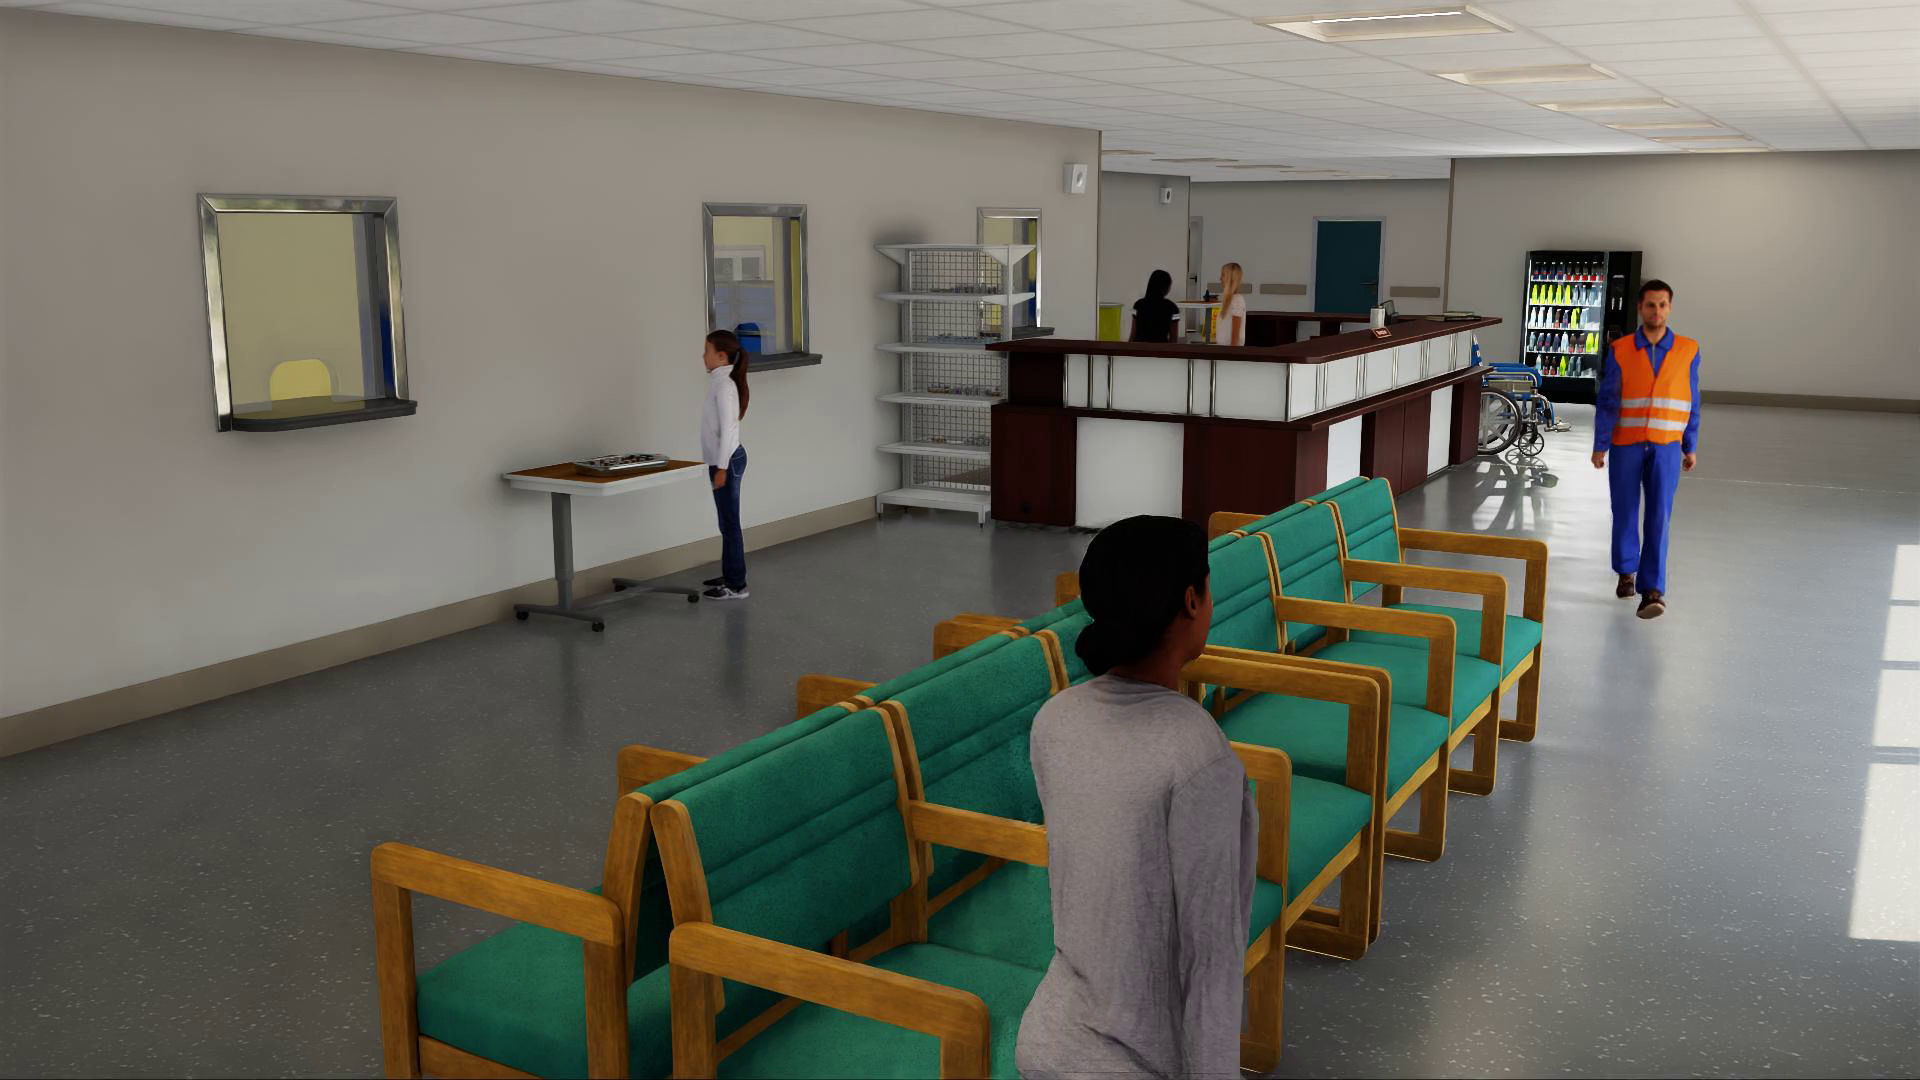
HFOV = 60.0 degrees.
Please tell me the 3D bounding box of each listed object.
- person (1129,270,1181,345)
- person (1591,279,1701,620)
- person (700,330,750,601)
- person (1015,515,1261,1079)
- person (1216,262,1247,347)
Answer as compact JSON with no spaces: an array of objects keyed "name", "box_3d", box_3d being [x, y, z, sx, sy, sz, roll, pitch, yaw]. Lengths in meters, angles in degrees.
[{"name":"person","box_3d":[1.806,-1.663,15.685,0.989,1.714,0.913,1,11,7]},{"name":"person","box_3d":[3.789,-0.488,9.240,1.230,1.808,0.984,3,11,16]},{"name":"person","box_3d":[-1.359,-0.447,9.695,0.671,1.559,0.623,-1,11,-7]},{"name":"person","box_3d":[0.200,0.837,2.524,0.969,1.709,0.970,-6,12,-29]},{"name":"person","box_3d":[2.522,-1.648,15.360,0.689,1.806,0.666,-1,11,-4]}]
